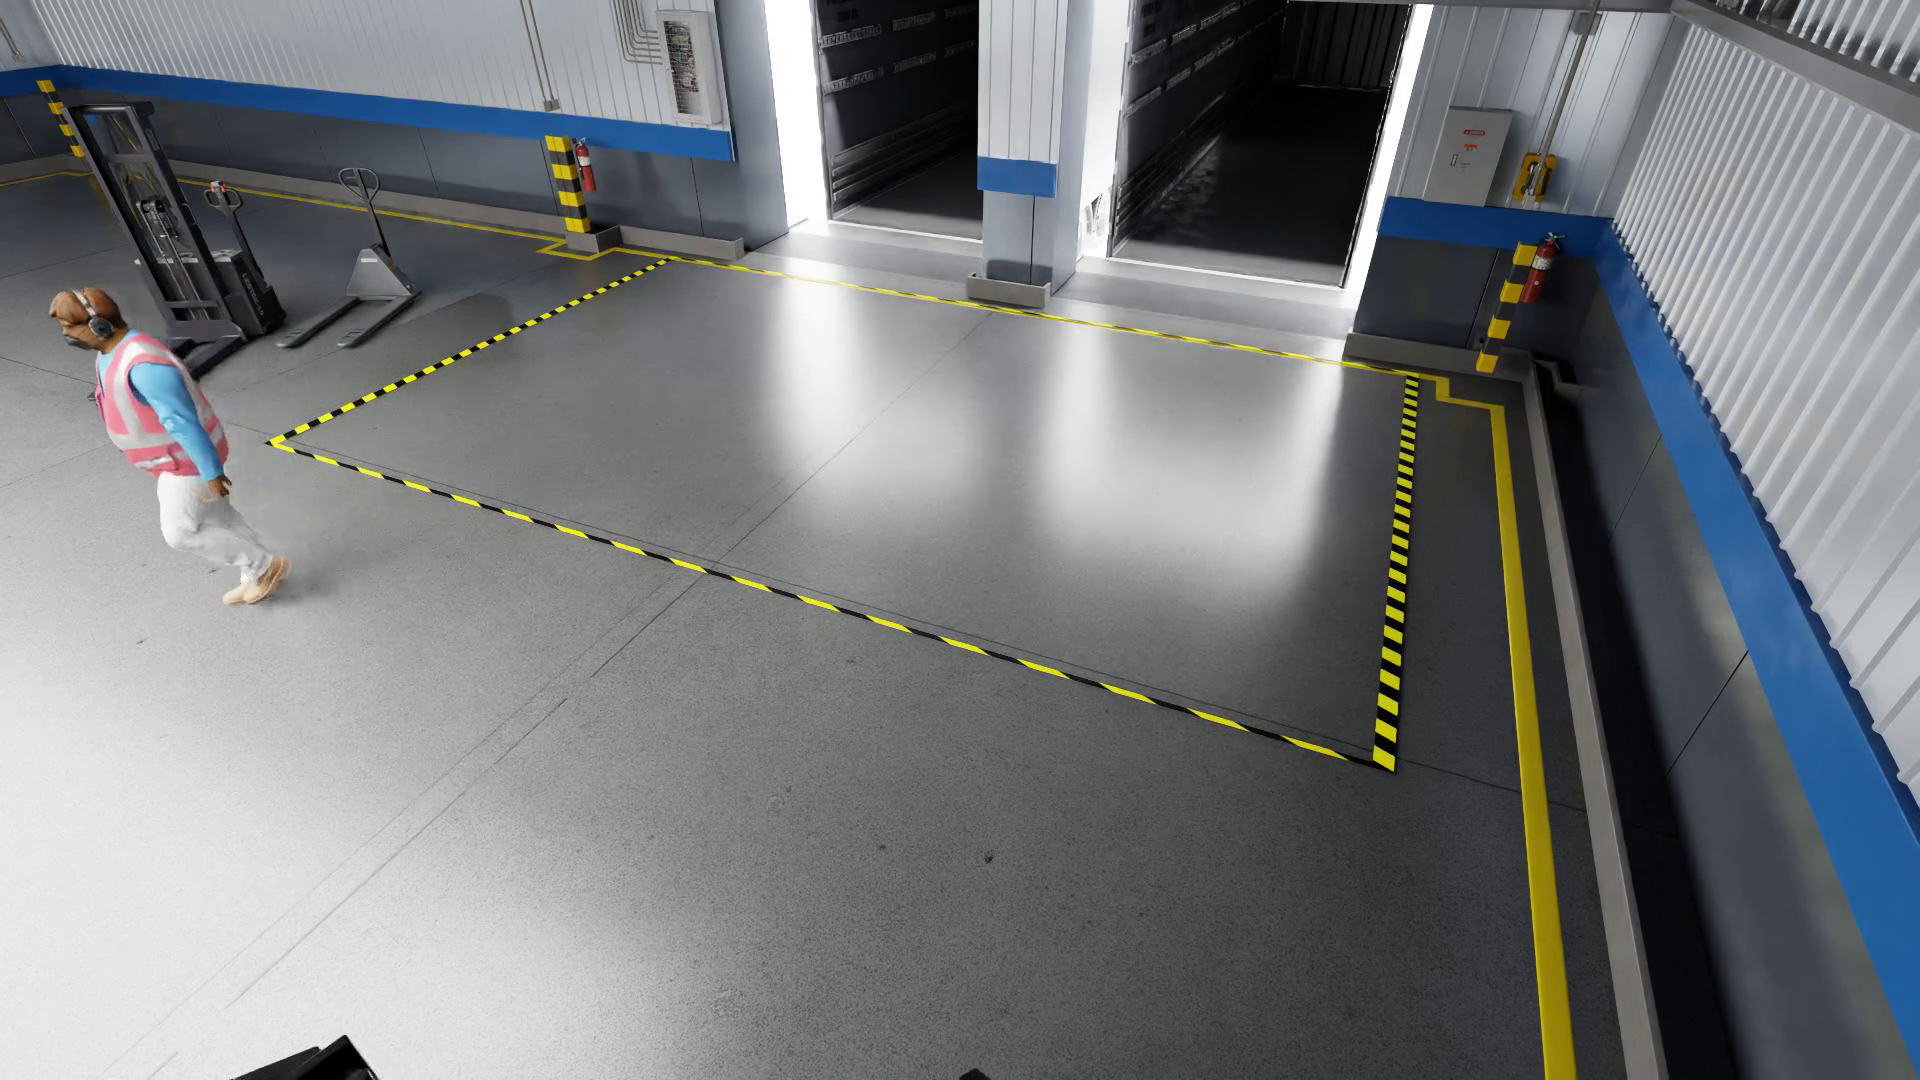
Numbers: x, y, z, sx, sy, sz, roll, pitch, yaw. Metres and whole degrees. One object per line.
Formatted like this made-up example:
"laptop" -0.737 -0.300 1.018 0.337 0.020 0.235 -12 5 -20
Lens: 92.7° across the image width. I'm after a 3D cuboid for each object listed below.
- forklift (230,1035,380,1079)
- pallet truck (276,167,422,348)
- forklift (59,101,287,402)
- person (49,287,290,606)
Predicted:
"forklift" -1.272 2.054 0.772 1.157 2.036 2.680 27 43 33
"pallet truck" -5.732 -2.611 8.414 0.680 1.201 1.601 -1 35 -1
"forklift" -6.686 -2.387 7.434 0.823 1.965 1.885 -3 35 -5
"person" -4.046 -0.412 4.753 0.648 1.828 0.457 27 43 33
